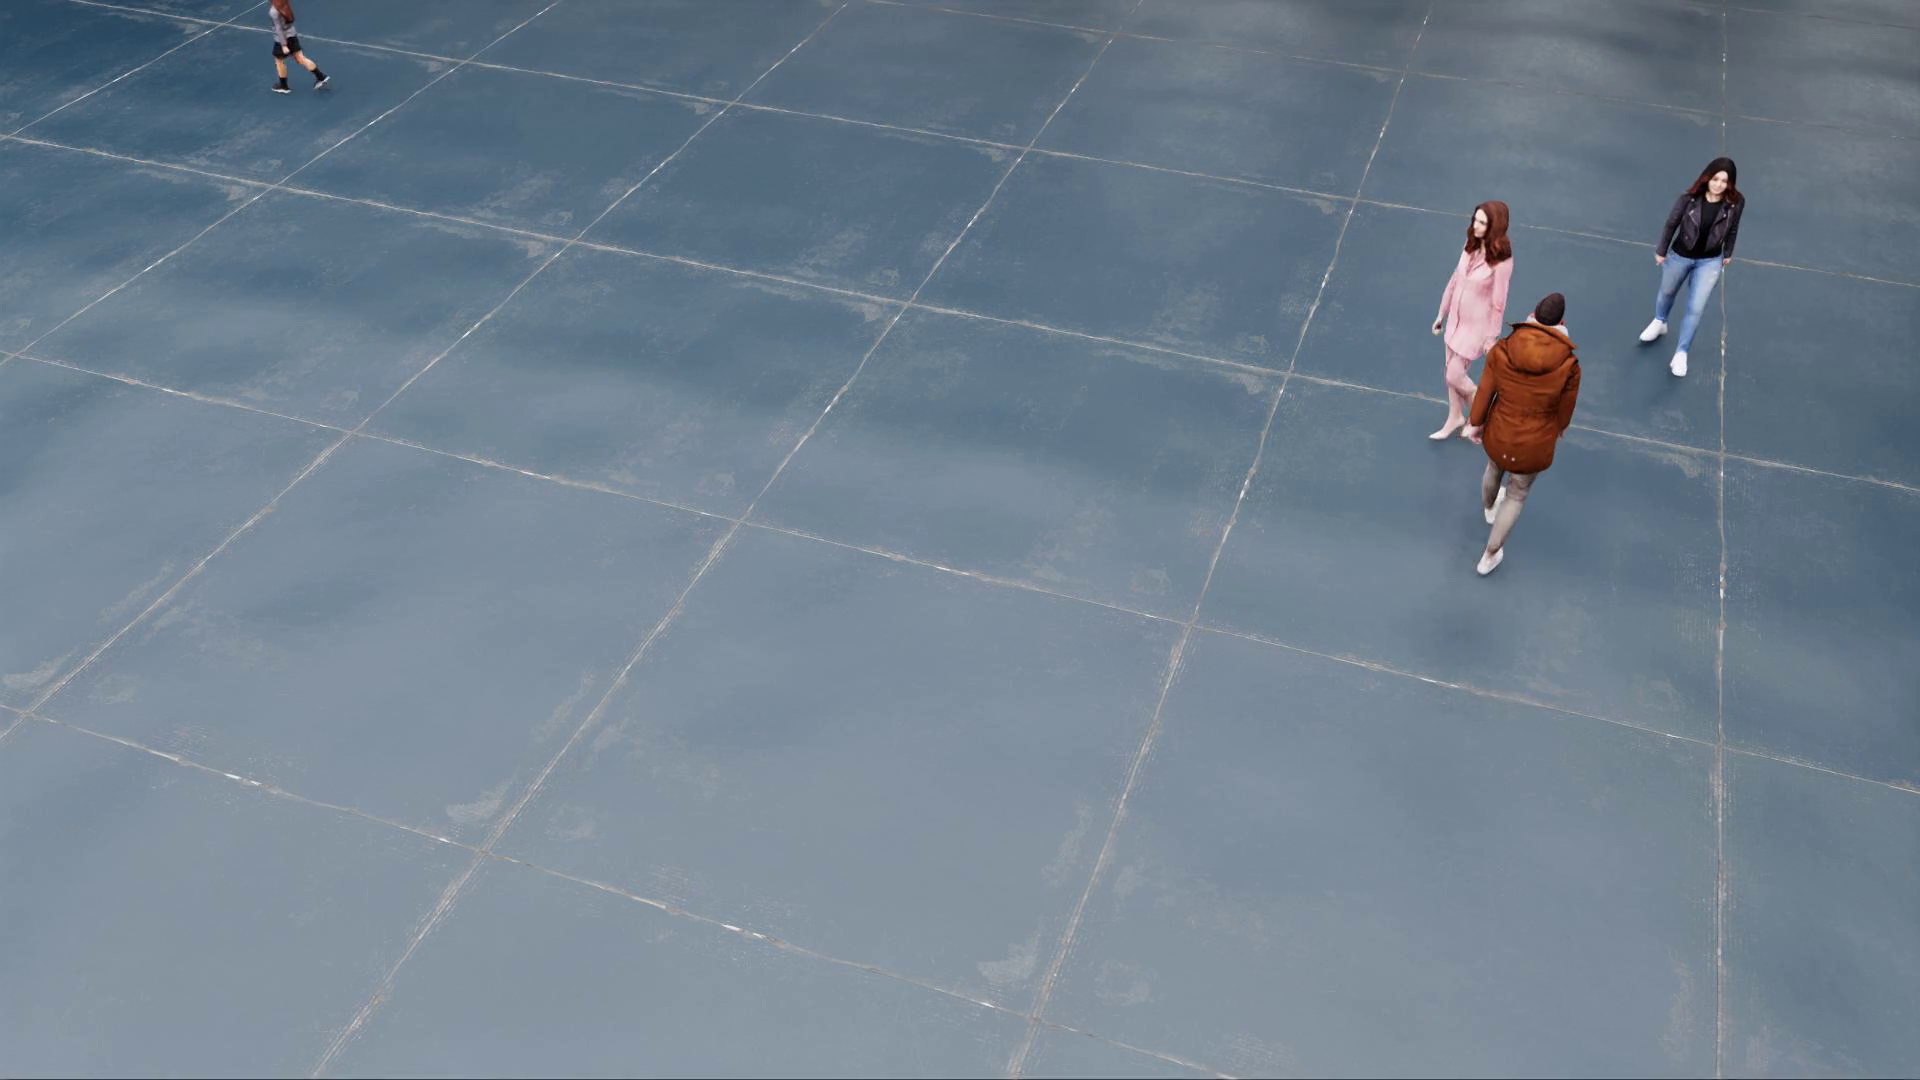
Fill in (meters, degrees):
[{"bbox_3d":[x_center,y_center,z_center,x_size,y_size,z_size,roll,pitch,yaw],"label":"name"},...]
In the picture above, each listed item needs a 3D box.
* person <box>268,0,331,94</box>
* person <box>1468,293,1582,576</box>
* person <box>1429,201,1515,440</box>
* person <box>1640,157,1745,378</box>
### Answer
[{"bbox_3d":[-6.402,-4.814,15.935,0.704,1.081,0.785,0,38,1],"label":"person"},{"bbox_3d":[3.316,-0.575,9.932,0.857,1.801,1.086,23,44,27],"label":"person"},{"bbox_3d":[3.466,-1.445,11.053,0.820,1.790,0.756,-13,40,-17],"label":"person"},{"bbox_3d":[5.274,-2.044,11.981,0.657,1.591,0.933,14,40,18],"label":"person"}]
